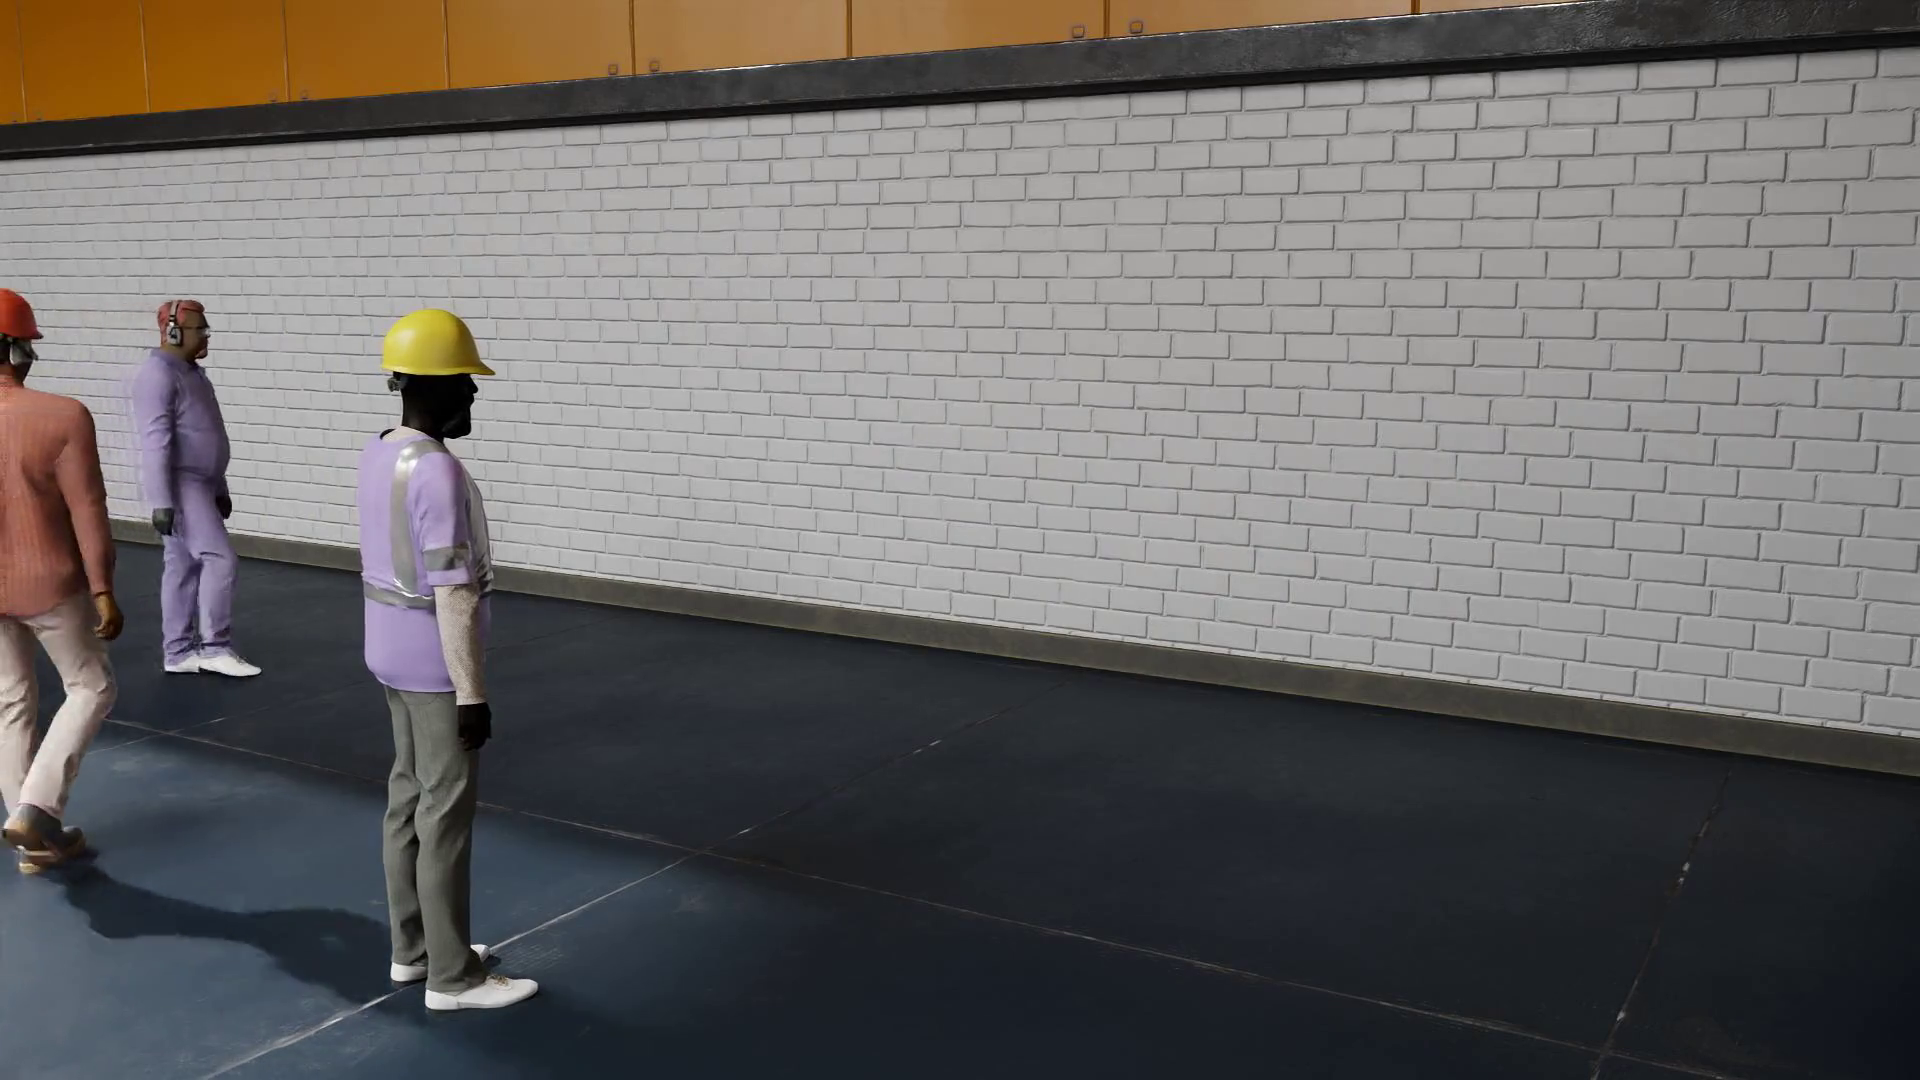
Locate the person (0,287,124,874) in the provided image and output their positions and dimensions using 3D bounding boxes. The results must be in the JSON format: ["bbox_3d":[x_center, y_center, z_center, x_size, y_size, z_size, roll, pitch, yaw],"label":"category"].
[{"bbox_3d":[-3.120,0.161,5.496,0.646,1.979,0.496,0,9,-2],"label":"person"}]

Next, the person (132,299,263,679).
[{"bbox_3d":[-3.729,-0.241,8.279,0.657,1.887,0.673,-2,9,-11],"label":"person"}]

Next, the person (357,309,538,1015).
[{"bbox_3d":[-1.436,0.335,4.584,0.367,1.927,0.590,-7,11,-37],"label":"person"}]
